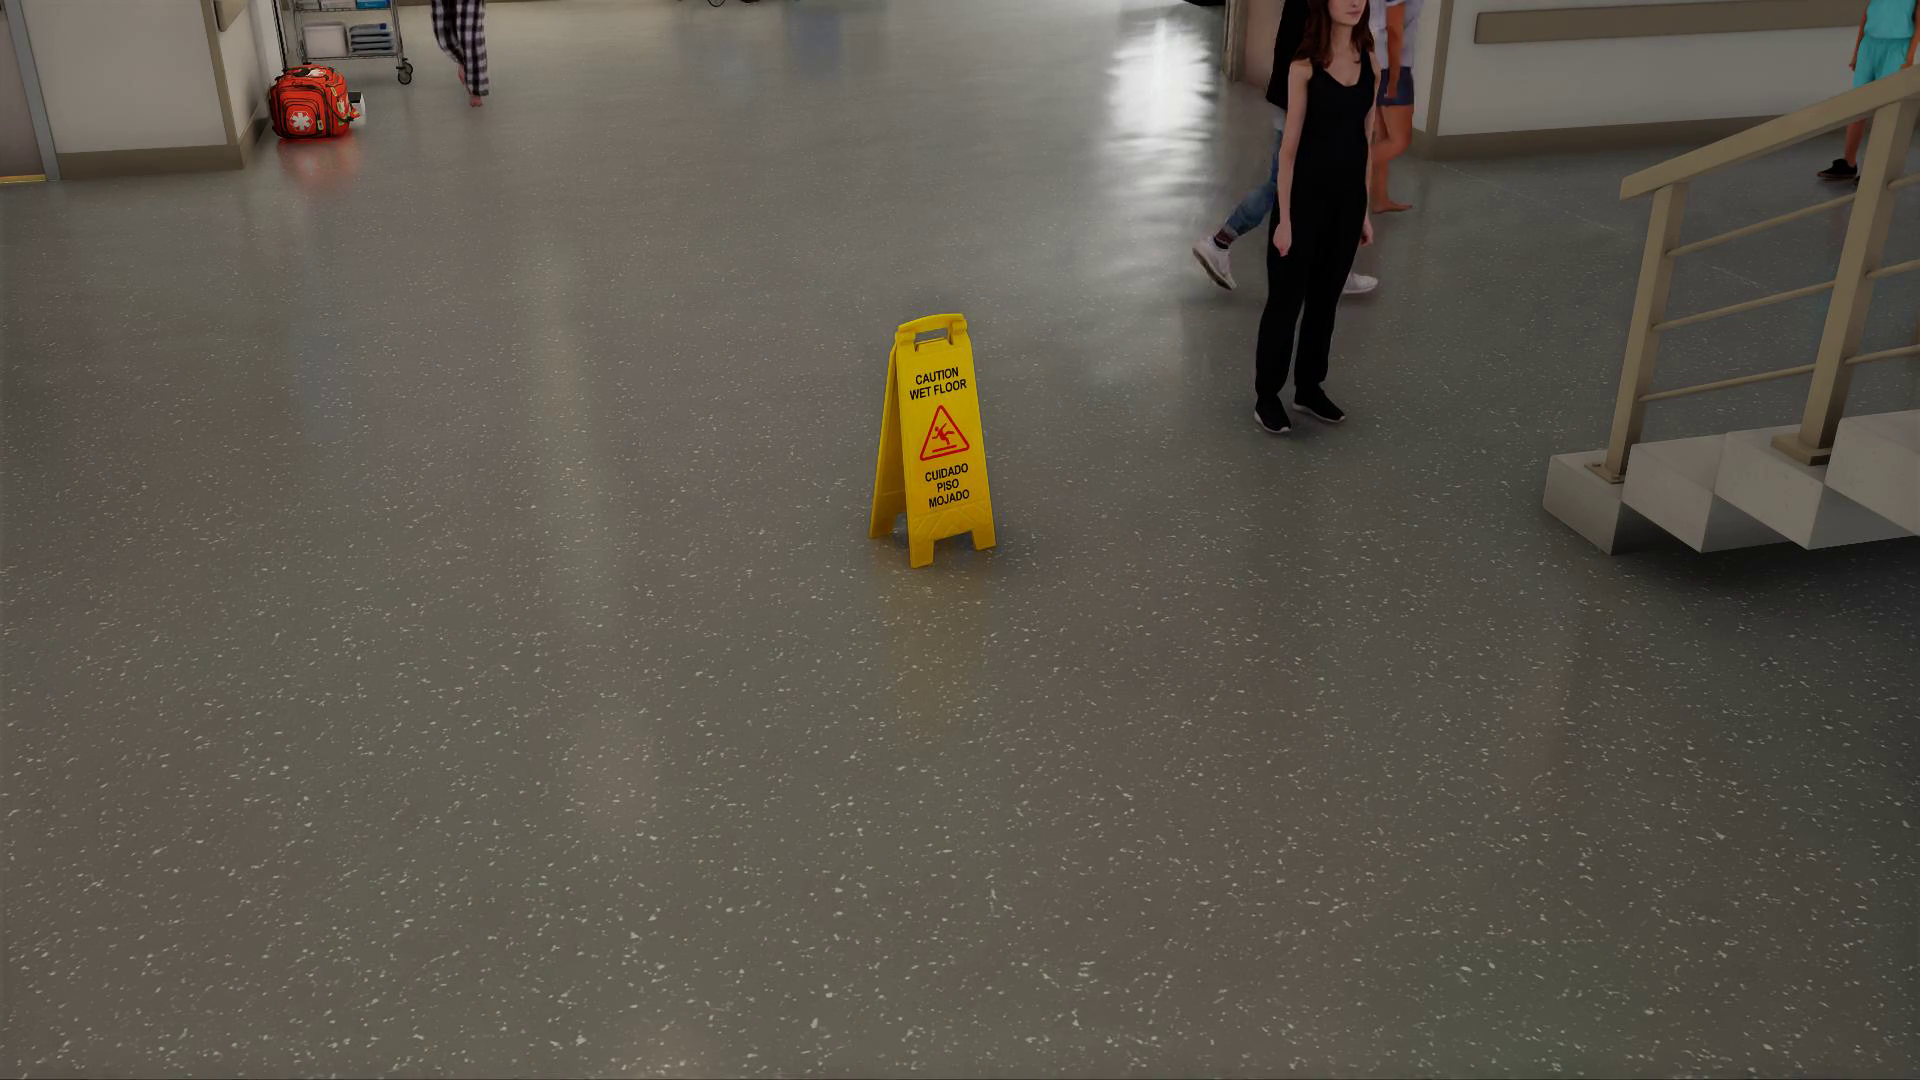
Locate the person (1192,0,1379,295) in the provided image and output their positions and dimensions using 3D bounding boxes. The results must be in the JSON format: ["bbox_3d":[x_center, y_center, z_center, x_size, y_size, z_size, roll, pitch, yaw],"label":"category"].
[{"bbox_3d":[1.520,-1.973,7.642,0.818,1.771,1.083,-4,26,-9],"label":"person"}]

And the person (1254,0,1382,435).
[{"bbox_3d":[1.335,-1.265,6.201,0.604,1.746,0.556,-11,28,-21],"label":"person"}]

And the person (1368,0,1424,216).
[{"bbox_3d":[2.241,-2.529,8.978,0.695,1.610,0.770,-3,26,-7],"label":"person"}]

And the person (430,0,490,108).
[{"bbox_3d":[-3.614,-4.071,11.930,0.701,1.825,0.961,-4,26,-9],"label":"person"}]

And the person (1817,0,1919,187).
[{"bbox_3d":[5.438,-2.872,9.752,0.646,1.558,0.514,-12,28,-24],"label":"person"}]
